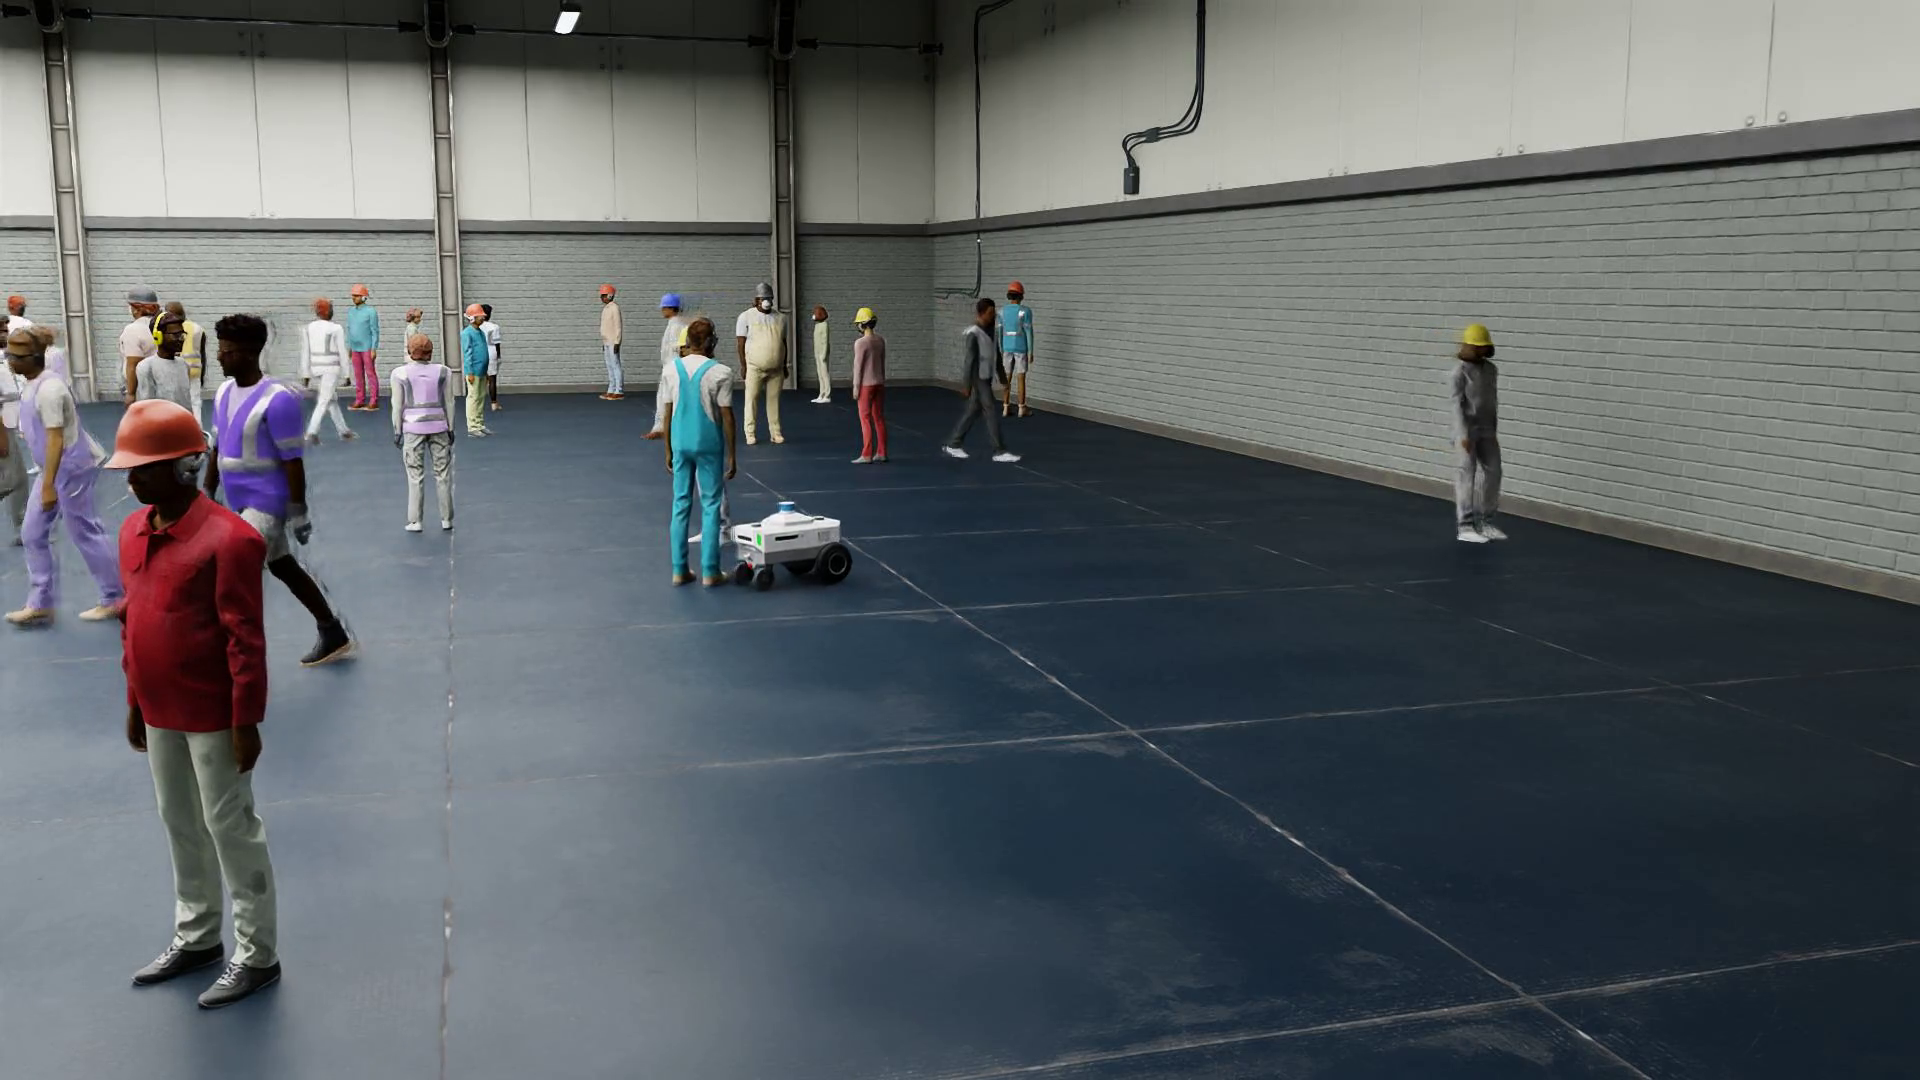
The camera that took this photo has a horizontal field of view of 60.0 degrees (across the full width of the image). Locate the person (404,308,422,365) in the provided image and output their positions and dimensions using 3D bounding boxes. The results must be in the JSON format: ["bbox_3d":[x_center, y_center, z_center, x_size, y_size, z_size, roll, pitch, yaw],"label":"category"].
[{"bbox_3d":[-8.287,-2.695,25.280,0.310,1.639,0.514,-3,10,-21],"label":"person"}]

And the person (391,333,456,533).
[{"bbox_3d":[-4.402,-0.878,13.683,0.514,1.641,0.308,-5,10,-30],"label":"person"}]

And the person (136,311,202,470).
[{"bbox_3d":[-5.399,-0.631,11.419,0.326,1.863,0.506,2,9,12],"label":"person"}]

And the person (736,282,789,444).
[{"bbox_3d":[-2.455,-2.228,21.025,0.674,2.000,0.535,-5,10,-27],"label":"person"}]

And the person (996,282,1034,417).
[{"bbox_3d":[0.849,-2.877,25.160,0.608,2.042,0.377,5,10,29],"label":"person"}]

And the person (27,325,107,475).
[{"bbox_3d":[-9.665,-1.518,17.885,0.518,1.602,0.794,5,10,29],"label":"person"}]

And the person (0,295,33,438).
[{"bbox_3d":[-12.411,-2.280,21.884,0.573,1.877,0.352,1,9,9],"label":"person"}]

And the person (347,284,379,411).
[{"bbox_3d":[-9.473,-3.043,26.357,0.613,1.997,0.374,4,10,26],"label":"person"}]

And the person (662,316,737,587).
[{"bbox_3d":[-1.755,-0.589,11.231,0.524,1.834,0.355,2,9,13],"label":"person"}]

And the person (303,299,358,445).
[{"bbox_3d":[-8.027,-2.131,21.062,0.587,1.836,1.000,3,10,21],"label":"person"}]

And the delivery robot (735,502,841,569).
[{"bbox_3d":[-1.173,-0.018,11.347,0.707,0.478,0.477,-7,11,-38],"label":"delivery robot"}]

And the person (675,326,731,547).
[{"bbox_3d":[-2.008,-0.799,12.911,0.387,1.731,0.496,-4,10,-26],"label":"person"}]

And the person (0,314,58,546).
[{"bbox_3d":[-7.417,-0.826,12.778,0.709,1.823,0.574,-5,10,-29],"label":"person"}]

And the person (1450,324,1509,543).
[{"bbox_3d":[4.114,-0.843,13.165,0.521,1.726,0.381,-5,10,-27],"label":"person"}]

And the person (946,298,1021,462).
[{"bbox_3d":[0.239,-1.842,19.127,1.007,1.872,0.605,4,10,24],"label":"person"}]

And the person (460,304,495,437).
[{"bbox_3d":[-6.402,-2.251,22.068,0.318,1.756,0.562,1,9,7],"label":"person"}]

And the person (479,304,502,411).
[{"bbox_3d":[-7.499,-2.875,26.314,0.533,1.679,0.322,2,9,13],"label":"person"}]

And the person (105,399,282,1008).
[{"bbox_3d":[-2.229,0.465,4.789,0.573,1.743,0.352,5,10,30],"label":"person"}]

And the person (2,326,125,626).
[{"bbox_3d":[-5.388,-0.365,9.885,0.529,1.796,0.809,9,12,44],"label":"person"}]

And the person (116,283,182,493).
[{"bbox_3d":[-7.964,-1.483,16.266,0.538,2.000,0.683,2,9,12],"label":"person"}]

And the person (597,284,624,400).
[{"bbox_3d":[-6.043,-3.414,28.731,0.397,1.992,0.623,-6,10,-32],"label":"person"}]

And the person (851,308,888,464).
[{"bbox_3d":[-1.037,-1.734,18.774,0.333,1.760,0.528,6,11,33],"label":"person"}]

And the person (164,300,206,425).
[{"bbox_3d":[-9.431,-1.973,20.106,0.643,1.823,0.588,-7,11,-39],"label":"person"}]

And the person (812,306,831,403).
[{"bbox_3d":[-2.342,-3.124,28.059,0.287,1.626,0.505,-4,10,-24],"label":"person"}]

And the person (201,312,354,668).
[{"bbox_3d":[-3.618,-0.216,8.615,0.599,1.920,1.025,8,12,43],"label":"person"}]
